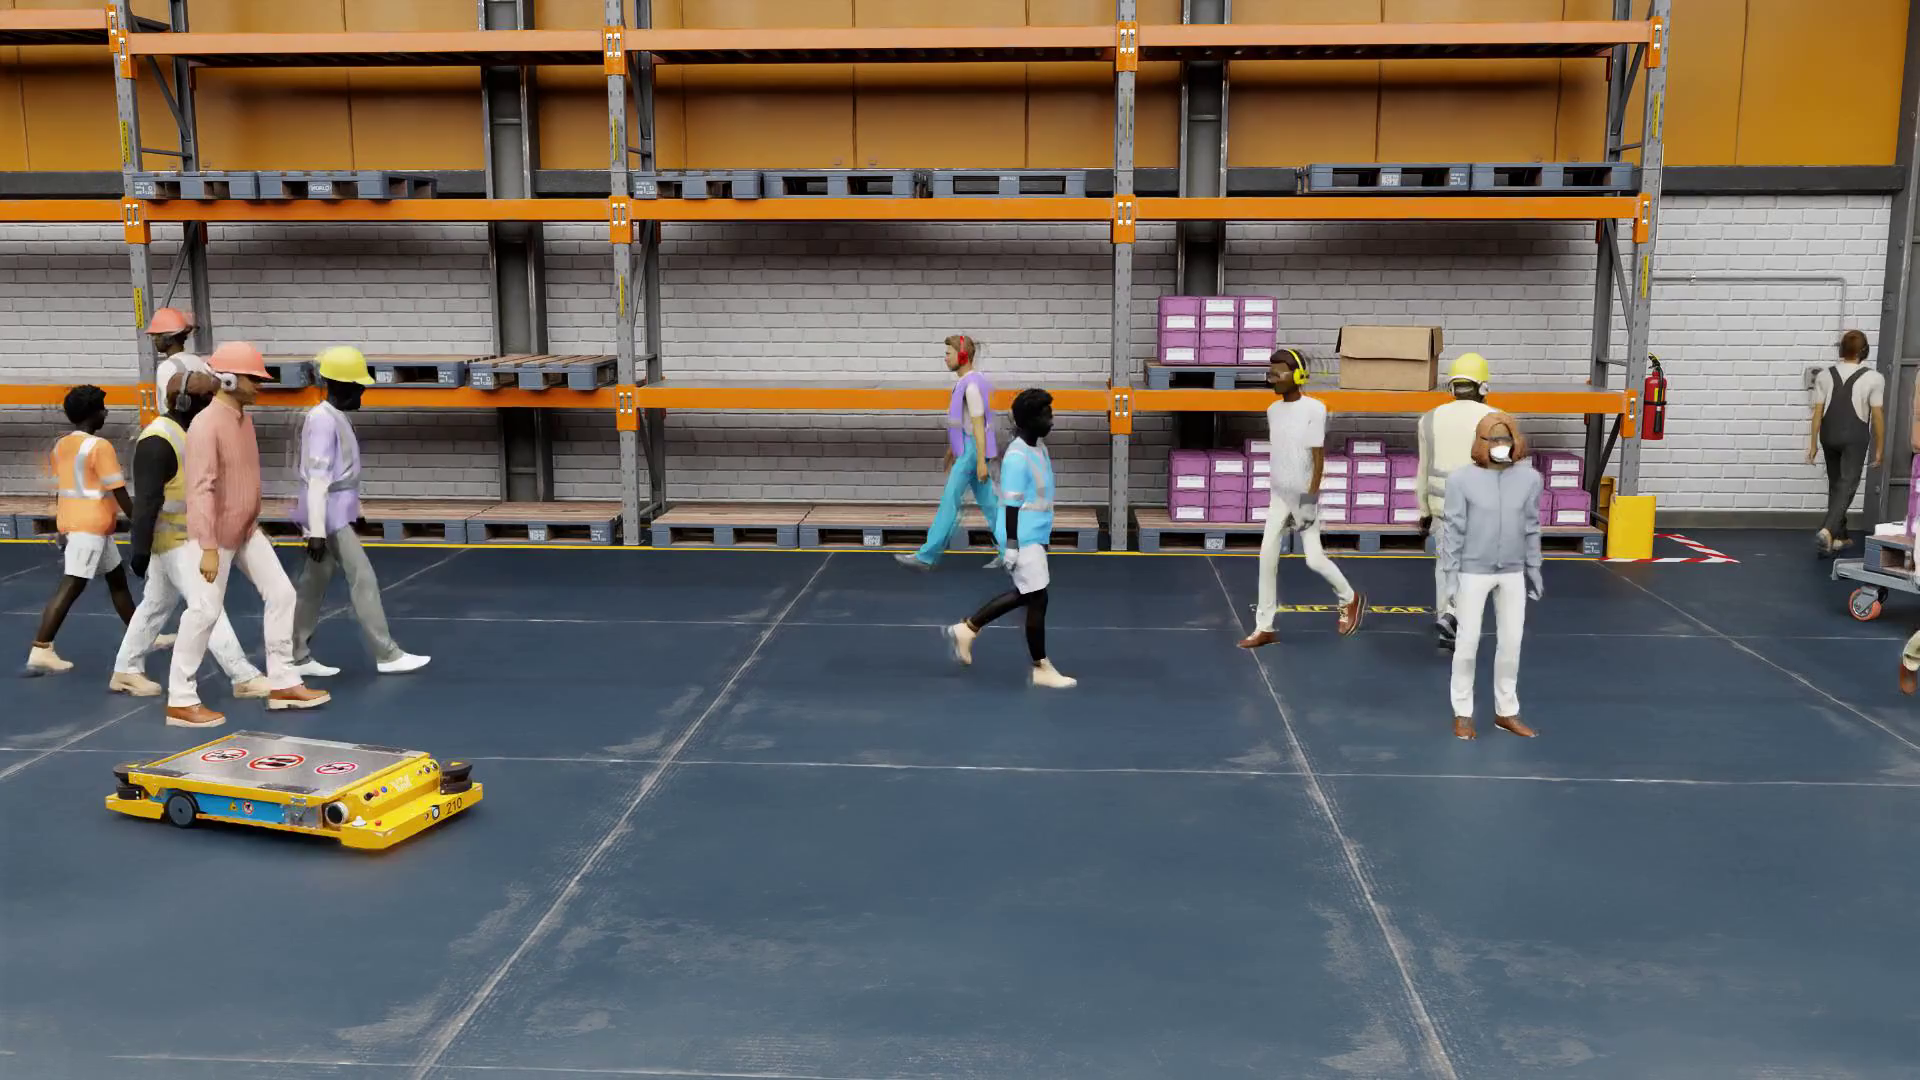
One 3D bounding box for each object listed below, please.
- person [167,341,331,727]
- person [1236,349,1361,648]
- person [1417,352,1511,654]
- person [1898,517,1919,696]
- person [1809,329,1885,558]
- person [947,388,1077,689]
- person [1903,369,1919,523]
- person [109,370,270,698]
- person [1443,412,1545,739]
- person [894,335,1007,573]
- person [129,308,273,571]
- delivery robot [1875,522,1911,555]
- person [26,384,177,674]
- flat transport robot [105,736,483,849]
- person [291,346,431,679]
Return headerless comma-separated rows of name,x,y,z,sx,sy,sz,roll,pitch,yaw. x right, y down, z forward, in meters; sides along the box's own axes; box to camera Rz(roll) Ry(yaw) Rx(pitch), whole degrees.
person,-3.655,-0.029,8.487,0.893,1.942,0.681,0,10,-1
person,2.114,-0.264,10.235,0.892,1.834,0.508,-8,12,-38
person,2.962,-0.195,9.835,0.501,1.814,0.604,-9,13,-43
person,5.124,0.135,8.502,0.508,1.616,0.629,1,10,6
person,7.027,-0.766,13.230,0.904,1.812,0.520,-9,13,-43
person,0.277,-0.011,9.180,0.718,1.672,0.555,2,10,14
person,7.491,-0.741,12.776,0.649,1.900,0.589,1,10,5
person,-4.189,-0.018,8.934,0.976,1.783,0.645,-1,10,-5
person,2.641,0.180,8.233,0.546,1.626,0.269,-1,10,-6
person,0.010,-0.636,12.495,0.984,1.790,0.586,0,10,-1
person,-5.785,-0.752,12.582,0.997,2.009,0.620,0,10,0
delivery robot,6.974,0.026,11.957,0.477,0.478,0.707,-5,11,-26
person,-5.047,-0.074,9.633,0.537,1.649,0.904,9,13,42
flat transport robot,-2.839,1.044,7.099,1.431,0.197,0.652,3,10,19
person,-3.413,-0.140,9.310,0.889,1.874,0.738,-3,10,-18
